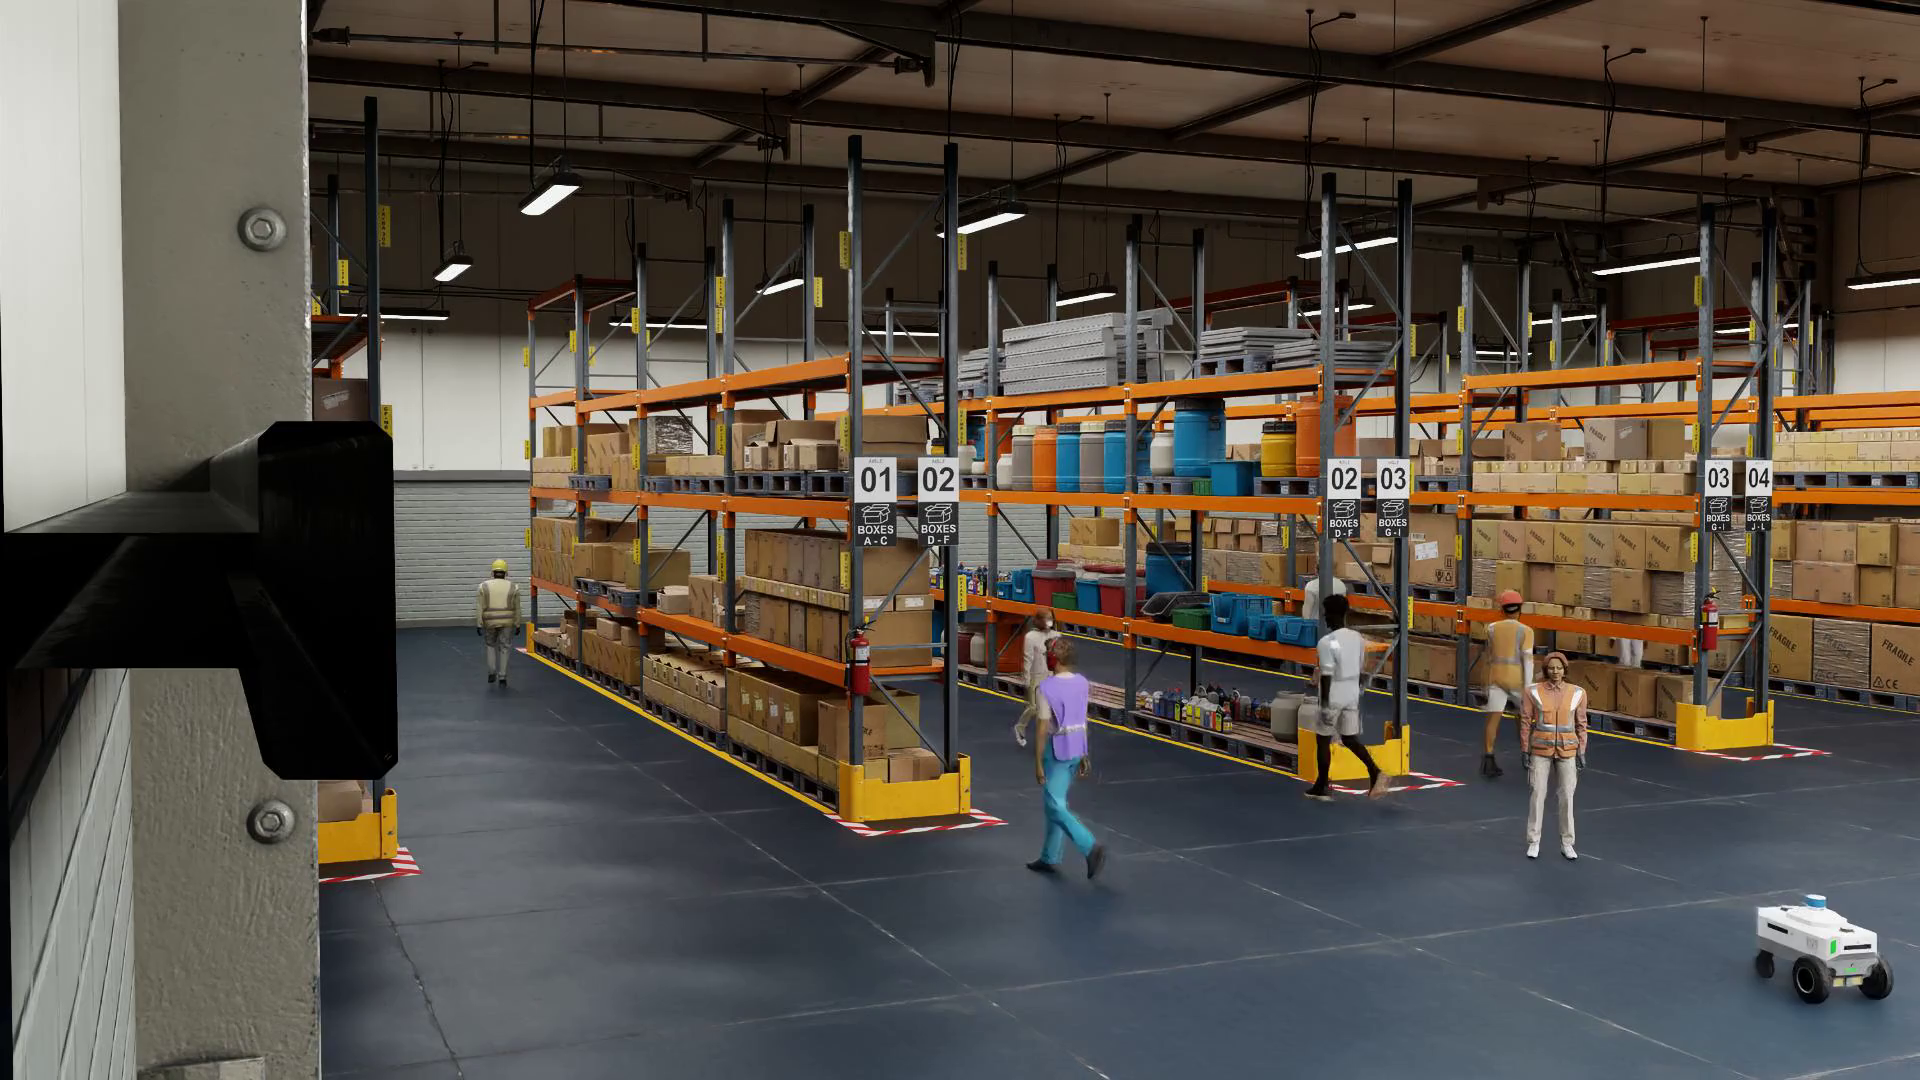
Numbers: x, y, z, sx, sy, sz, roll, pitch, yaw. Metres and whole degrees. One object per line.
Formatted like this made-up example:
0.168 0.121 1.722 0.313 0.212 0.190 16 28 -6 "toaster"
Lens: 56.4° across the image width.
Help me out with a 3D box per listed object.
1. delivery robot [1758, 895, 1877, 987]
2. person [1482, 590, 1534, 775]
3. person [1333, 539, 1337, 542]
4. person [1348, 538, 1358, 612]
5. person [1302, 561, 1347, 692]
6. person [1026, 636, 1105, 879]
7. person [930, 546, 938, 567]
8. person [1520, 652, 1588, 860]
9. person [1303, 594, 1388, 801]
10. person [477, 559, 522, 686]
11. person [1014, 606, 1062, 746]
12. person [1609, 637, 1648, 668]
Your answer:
5.072 2.352 10.618 0.477 0.478 0.707 -1 2 -13 "delivery robot"
5.603 1.445 18.228 0.540 1.872 1.072 2 3 44 "person"
7.007 0.884 33.403 0.602 1.810 0.613 -1 2 -28 "person"
6.753 0.867 31.111 0.652 2.025 0.429 -2 3 -38 "person"
5.027 1.182 24.683 0.642 1.895 1.000 -1 2 -24 "person"
0.804 1.642 13.547 0.766 1.824 0.570 2 3 42 "person"
-0.478 0.756 34.564 0.407 1.986 0.616 1 3 34 "person"
4.718 1.704 14.241 0.514 1.641 0.308 0 2 10 "person"
3.555 1.465 16.588 0.614 1.945 0.813 -2 3 -35 "person"
-6.612 1.178 25.706 0.626 1.813 0.599 -1 2 -15 "person"
0.874 1.513 19.599 0.506 1.611 0.704 -1 3 -32 "person"
8.680 1.245 23.255 0.609 1.870 0.462 -1 2 -14 "person"
